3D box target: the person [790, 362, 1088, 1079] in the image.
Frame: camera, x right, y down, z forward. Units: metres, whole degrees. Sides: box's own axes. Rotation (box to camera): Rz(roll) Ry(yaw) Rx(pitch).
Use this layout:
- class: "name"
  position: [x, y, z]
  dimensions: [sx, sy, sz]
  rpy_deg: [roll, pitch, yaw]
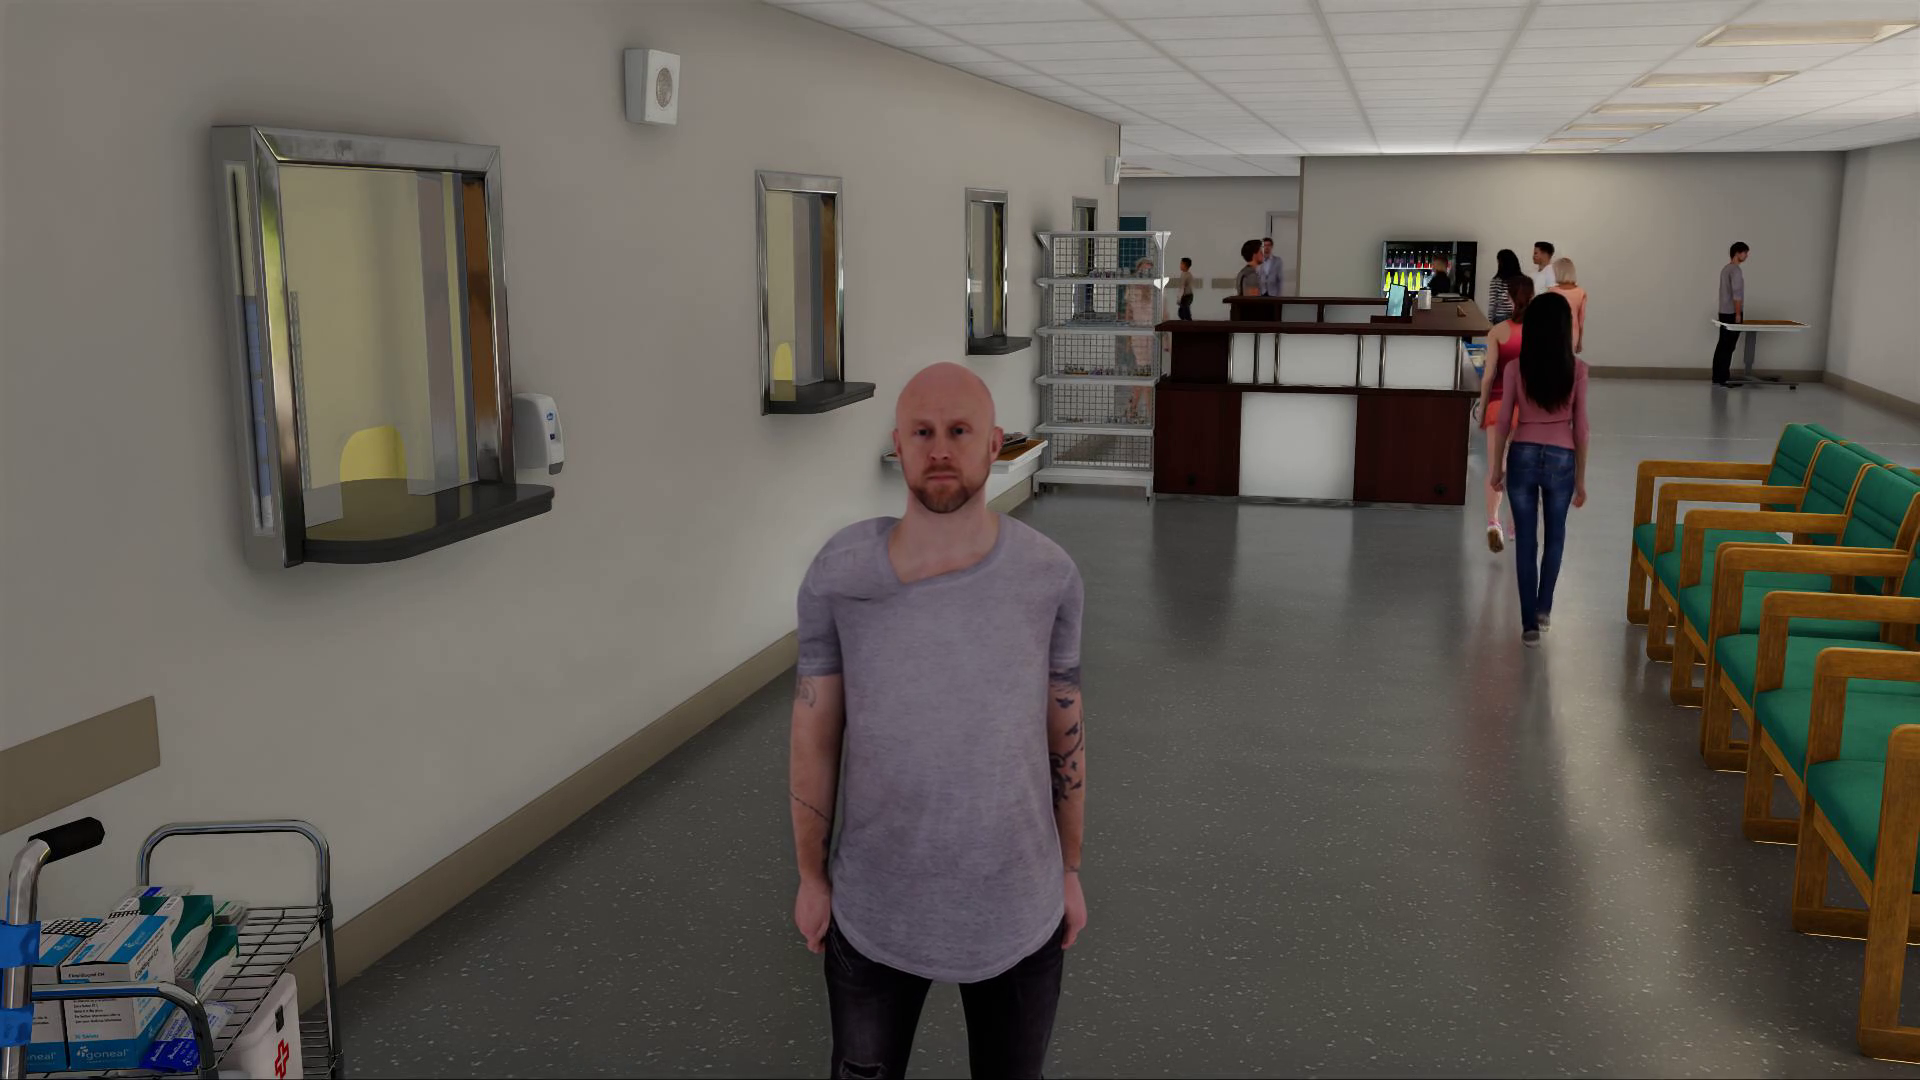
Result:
- class: "person"
  position: [-0.023, 0.601, 2.918]
  dimensions: [0.650, 1.837, 0.809]
  rpy_deg: [-1, 11, -5]

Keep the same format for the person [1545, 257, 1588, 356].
- class: "person"
  position: [6.288, -2.046, 17.306]
  dimensions: [1.171, 1.673, 0.891]
  rpy_deg: [0, 11, -1]

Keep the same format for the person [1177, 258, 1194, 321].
- class: "person"
  position: [4.178, -4.381, 30.197]
  dimensions: [0.612, 1.454, 0.616]
  rpy_deg: [4, 12, 22]

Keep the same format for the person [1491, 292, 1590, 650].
- class: "person"
  position: [2.824, -0.328, 8.083]
  dimensions: [0.582, 1.735, 0.645]
  rpy_deg: [3, 11, 15]

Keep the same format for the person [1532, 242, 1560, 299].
- class: "person"
  position: [6.975, -2.570, 19.630]
  dimensions: [1.013, 1.837, 0.795]
  rpy_deg: [0, 11, 0]

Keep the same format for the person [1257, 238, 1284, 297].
- class: "person"
  position: [4.969, -3.937, 26.884]
  dimensions: [1.111, 1.818, 0.779]
  rpy_deg: [2, 11, 11]

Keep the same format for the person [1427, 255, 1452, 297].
- class: "person"
  position: [6.180, -2.762, 21.226]
  dimensions: [0.966, 1.618, 1.130]
  rpy_deg: [-10, 14, -41]

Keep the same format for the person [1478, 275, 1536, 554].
- class: "person"
  position: [3.453, -0.756, 10.405]
  dimensions: [1.134, 1.711, 0.748]
  rpy_deg: [4, 12, 22]

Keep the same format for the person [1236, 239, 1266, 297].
- class: "person"
  position: [3.118, -2.358, 18.400]
  dimensions: [1.085, 1.877, 0.856]
  rpy_deg: [-1, 11, -5]

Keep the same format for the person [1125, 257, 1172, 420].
- class: "person"
  position: [1.870, -1.977, 16.891]
  dimensions: [1.198, 1.691, 1.010]
  rpy_deg: [-2, 11, -10]

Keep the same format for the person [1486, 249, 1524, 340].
- class: "person"
  position: [6.023, -2.271, 18.213]
  dimensions: [1.020, 1.759, 0.767]
  rpy_deg: [1, 11, 6]

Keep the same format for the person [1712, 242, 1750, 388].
- class: "person"
  position: [9.908, -2.910, 21.409]
  dimensions: [0.569, 1.840, 0.678]
  rpy_deg: [2, 11, 9]
